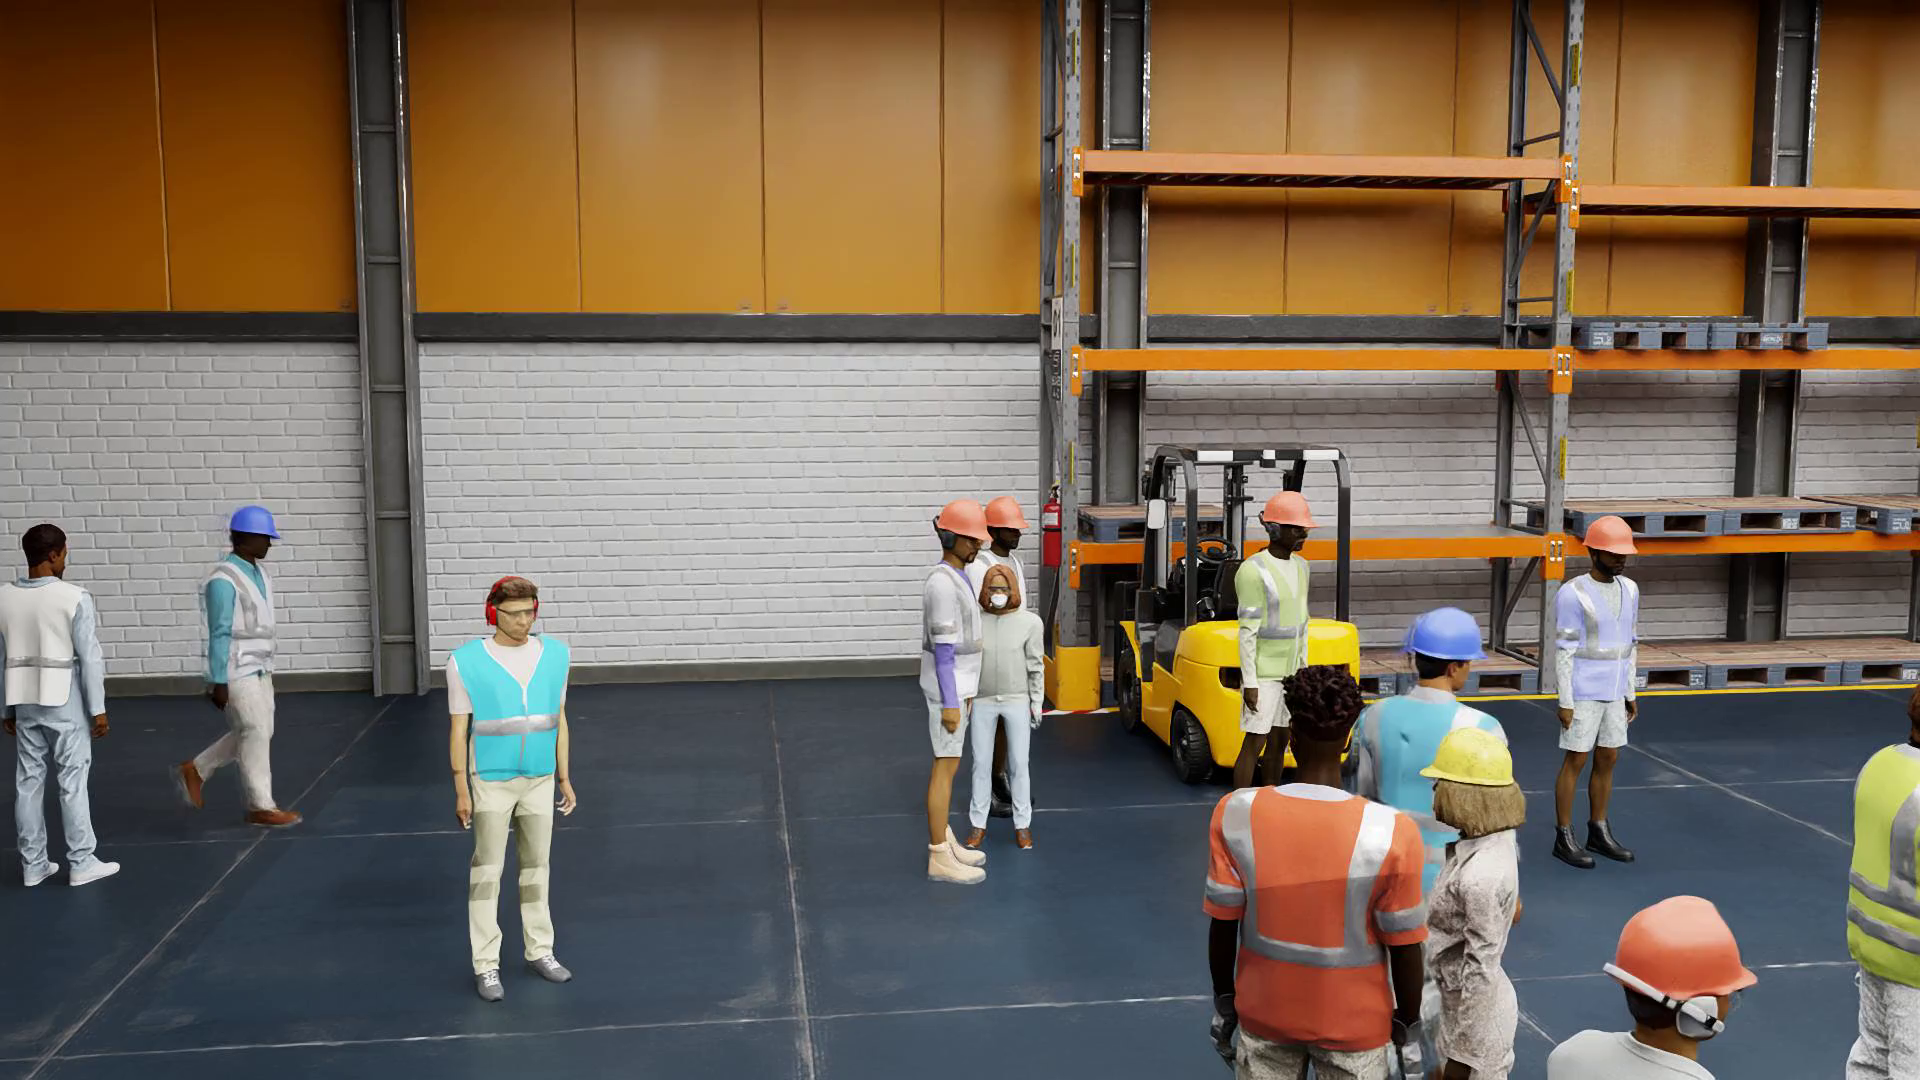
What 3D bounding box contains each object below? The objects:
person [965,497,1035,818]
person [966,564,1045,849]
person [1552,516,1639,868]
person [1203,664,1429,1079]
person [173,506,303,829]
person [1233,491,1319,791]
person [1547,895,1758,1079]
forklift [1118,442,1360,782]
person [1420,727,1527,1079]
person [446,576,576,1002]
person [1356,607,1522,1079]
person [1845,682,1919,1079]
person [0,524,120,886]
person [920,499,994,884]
[{"bbox_3d":[0.258,0.701,10.134,0.359,1.938,0.545,3,7,28],"label":"person"},{"bbox_3d":[0.227,0.940,9.406,0.502,1.628,0.288,1,7,6],"label":"person"},{"bbox_3d":[3.498,0.826,9.086,0.545,1.931,0.387,-3,7,-25],"label":"person"},{"bbox_3d":[0.987,1.314,4.626,0.613,1.965,0.361,3,7,27],"label":"person"},{"bbox_3d":[-4.290,0.750,9.794,0.724,1.916,0.629,0,7,0],"label":"person"},{"bbox_3d":[1.804,0.737,9.410,0.607,2.036,0.412,-6,9,-44],"label":"person"},{"bbox_3d":[1.404,1.569,3.317,0.321,1.754,0.563,-2,7,-19],"label":"person"},{"bbox_3d":[1.912,0.418,11.496,1.214,2.155,2.313,-1,7,-8],"label":"forklift"},{"bbox_3d":[1.465,1.402,4.840,0.296,1.744,0.485,2,7,17],"label":"person"},{"bbox_3d":[-1.973,1.067,7.341,0.566,1.842,0.389,-6,9,-41],"label":"person"},{"bbox_3d":[1.659,1.191,6.009,0.971,1.916,0.600,-4,8,-33],"label":"person"},{"bbox_3d":[3.004,1.322,5.178,0.431,1.835,0.623,1,7,7],"label":"person"},{"bbox_3d":[-4.789,0.872,8.746,0.588,1.913,0.391,0,7,4],"label":"person"},{"bbox_3d":[-0.015,0.794,8.896,0.392,2.035,0.605,0,7,4],"label":"person"}]
